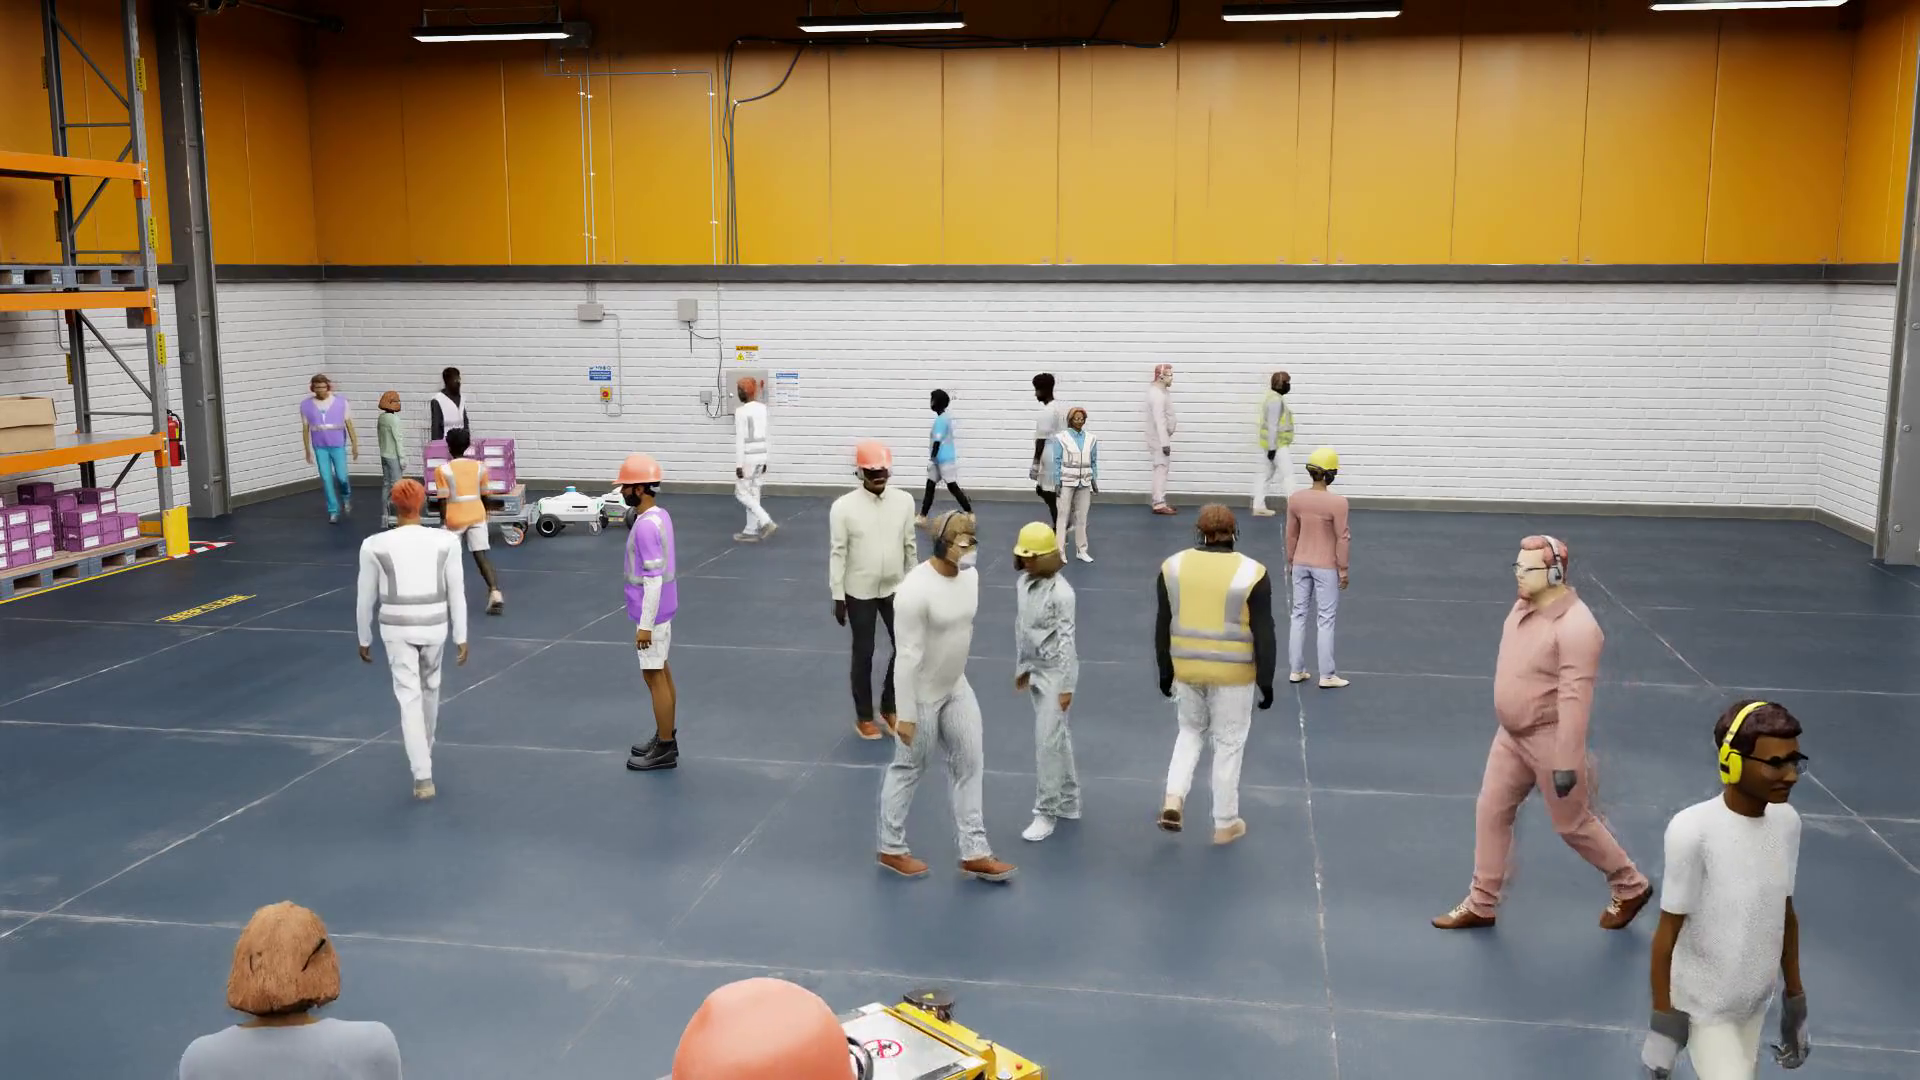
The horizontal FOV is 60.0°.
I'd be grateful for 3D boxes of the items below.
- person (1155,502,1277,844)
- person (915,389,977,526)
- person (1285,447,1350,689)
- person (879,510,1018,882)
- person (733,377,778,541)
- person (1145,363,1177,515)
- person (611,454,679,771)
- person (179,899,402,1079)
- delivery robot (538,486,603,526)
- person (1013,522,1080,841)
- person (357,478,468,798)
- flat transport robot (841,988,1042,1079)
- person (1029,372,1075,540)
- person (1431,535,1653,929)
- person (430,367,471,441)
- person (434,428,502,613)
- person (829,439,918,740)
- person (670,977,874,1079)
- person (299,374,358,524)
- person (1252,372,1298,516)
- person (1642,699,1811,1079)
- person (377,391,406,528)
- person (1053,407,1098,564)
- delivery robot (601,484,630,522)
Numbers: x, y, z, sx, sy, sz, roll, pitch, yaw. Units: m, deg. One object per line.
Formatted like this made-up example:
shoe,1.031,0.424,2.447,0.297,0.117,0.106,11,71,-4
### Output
person,1.341,0.718,8.786,0.651,1.826,0.499,6,11,33
person,-0.193,-0.954,19.703,0.868,1.655,0.539,0,9,1
person,2.625,0.199,12.185,0.328,1.769,0.526,-8,12,-42
person,-0.075,0.786,8.181,0.830,1.889,0.644,7,11,35
person,-2.293,-0.883,18.572,0.585,1.876,0.590,5,11,30
person,2.535,-1.263,20.863,0.426,1.897,0.678,1,9,6
person,-1.919,0.439,10.164,0.373,1.934,0.551,-1,9,-3
person,-1.528,1.630,3.827,0.497,1.600,0.808,0,9,2
delivery robot,-4.484,-0.375,19.199,0.707,0.478,0.477,-1,9,-4
person,0.459,0.742,8.992,0.534,1.715,0.497,-4,10,-24
person,-3.227,0.552,9.802,0.595,1.835,0.979,-5,10,-27
flat transport robot,-0.451,1.958,5.894,1.431,0.197,0.652,-8,12,-40
person,0.992,-0.890,18.420,0.438,1.935,0.606,3,10,17
person,2.723,0.893,7.590,0.961,1.868,0.650,-2,9,-11
person,-6.351,-1.199,20.511,0.840,1.893,0.596,3,9,15
person,-4.377,-0.169,14.807,0.540,1.663,0.837,-9,13,-44
person,-0.532,0.331,10.708,0.646,1.971,0.527,-4,10,-25
person,-0.164,1.617,2.592,0.819,2.023,0.610,-7,12,-38
person,-7.638,-1.117,20.172,0.628,1.816,0.548,-2,9,-11
person,4.026,-1.166,20.534,0.844,1.805,0.655,1,9,6
person,2.212,1.363,4.678,0.551,1.854,0.493,-5,11,-30
person,-6.725,-0.954,19.743,0.279,1.634,0.499,-9,13,-44
person,1.202,-0.573,17.362,0.513,1.641,0.309,-4,10,-23
delivery robot,-3.976,-0.473,19.811,0.477,0.478,0.707,3,9,16
